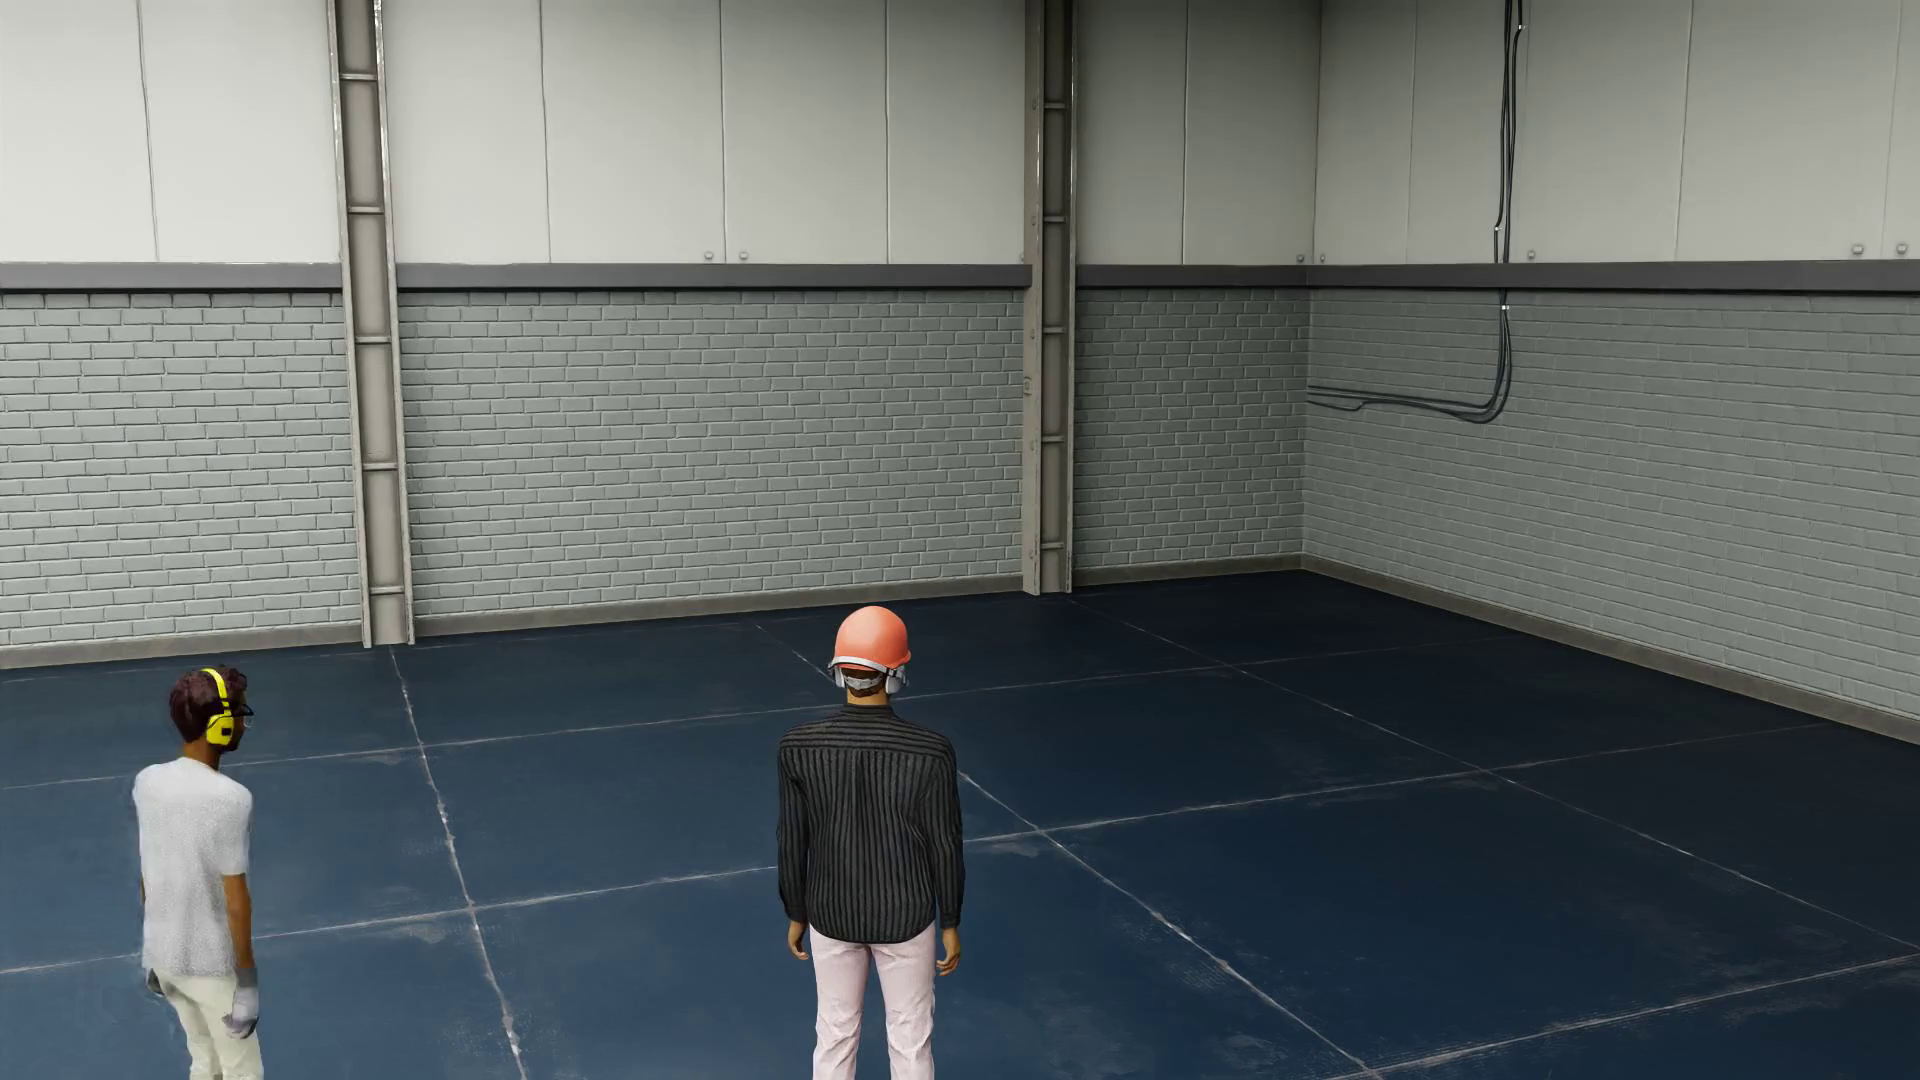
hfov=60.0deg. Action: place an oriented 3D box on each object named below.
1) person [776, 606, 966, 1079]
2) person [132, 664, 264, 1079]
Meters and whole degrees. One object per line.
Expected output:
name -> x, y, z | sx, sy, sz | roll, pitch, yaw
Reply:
person -> -0.278, 1.197, 5.341 | 0.609, 1.996, 0.379 | 2, 9, 11
person -> -2.390, 1.316, 5.087 | 0.561, 1.846, 0.641 | 5, 10, 27
